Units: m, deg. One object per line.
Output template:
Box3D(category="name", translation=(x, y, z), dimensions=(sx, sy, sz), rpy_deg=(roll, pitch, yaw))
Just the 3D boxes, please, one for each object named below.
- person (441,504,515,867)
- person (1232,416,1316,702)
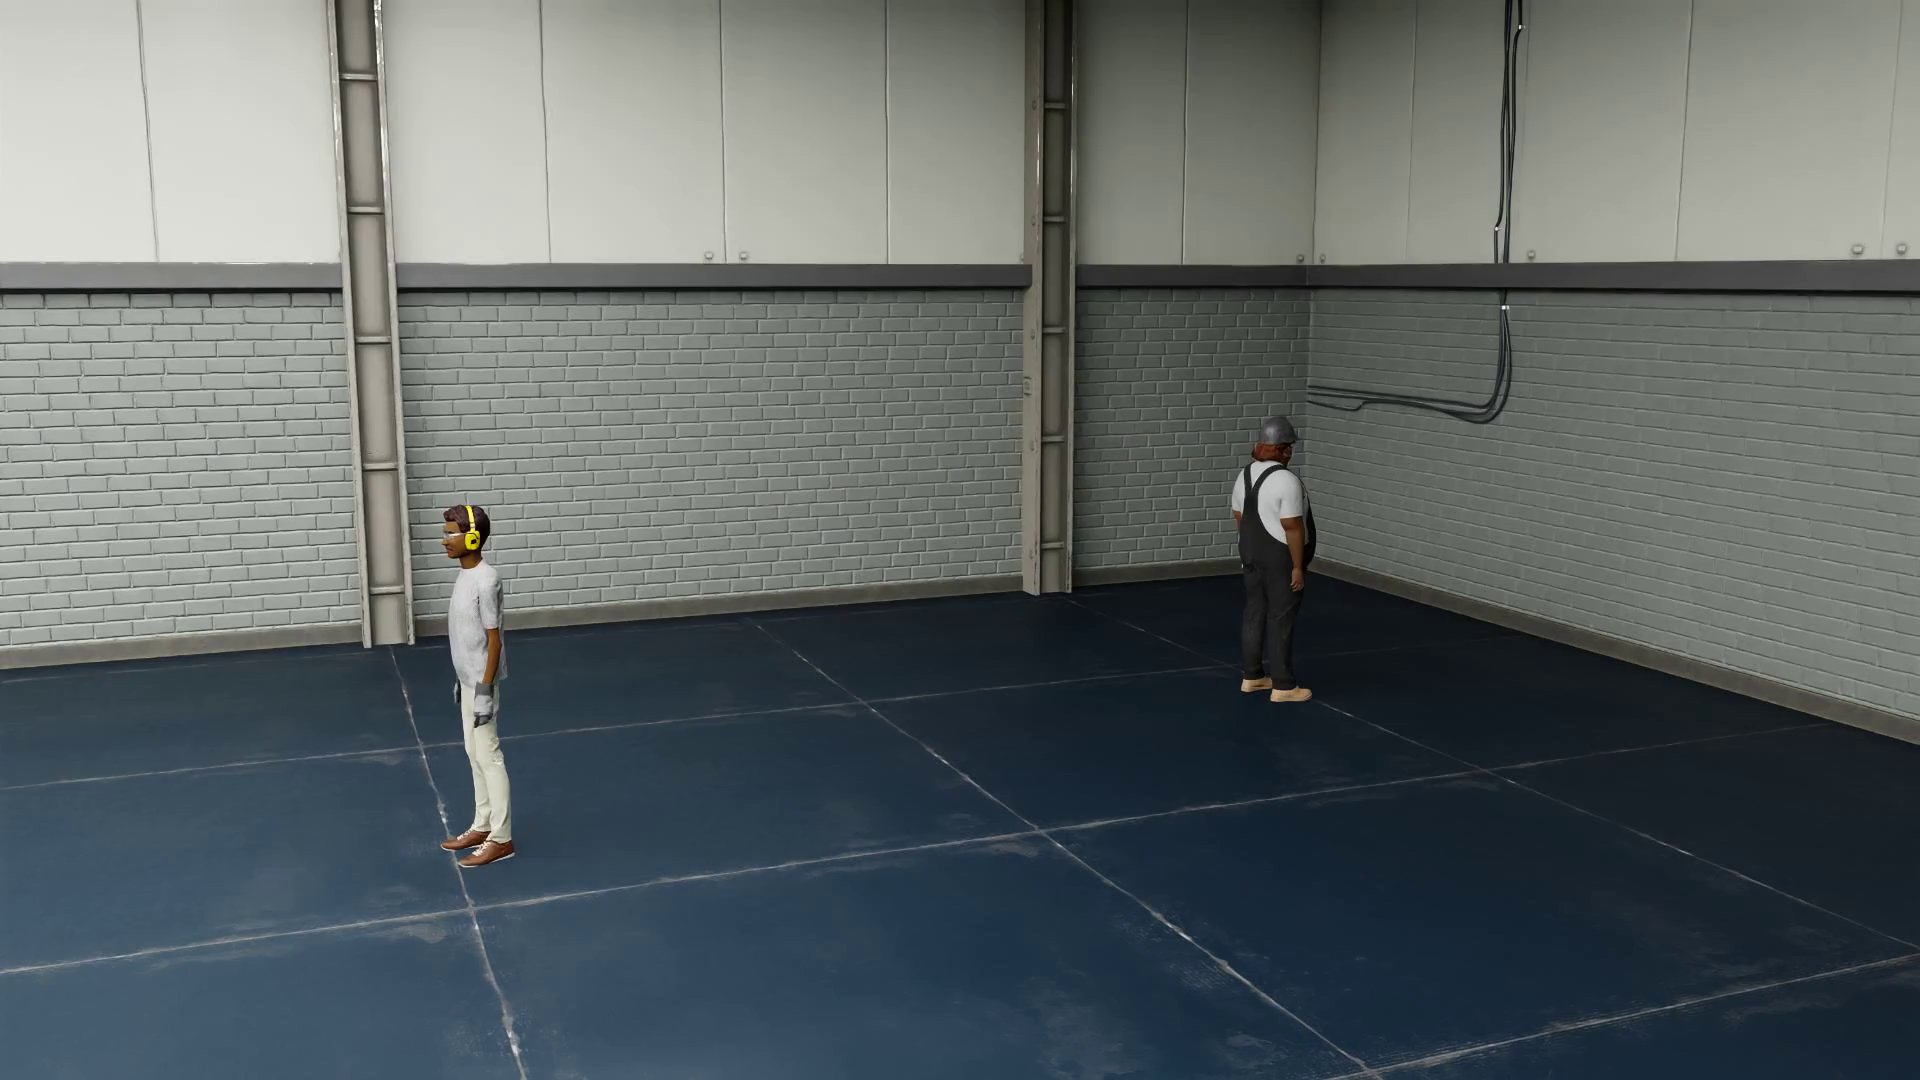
Box3D(category="person", translation=(-2.515, 0.742, 8.593), dimensions=(0.328, 1.872, 0.513), rpy_deg=(-5, 11, -31))
Box3D(category="person", translation=(2.288, 0.124, 11.937), dimensions=(0.538, 2.000, 0.683), rpy_deg=(-5, 10, -27))
